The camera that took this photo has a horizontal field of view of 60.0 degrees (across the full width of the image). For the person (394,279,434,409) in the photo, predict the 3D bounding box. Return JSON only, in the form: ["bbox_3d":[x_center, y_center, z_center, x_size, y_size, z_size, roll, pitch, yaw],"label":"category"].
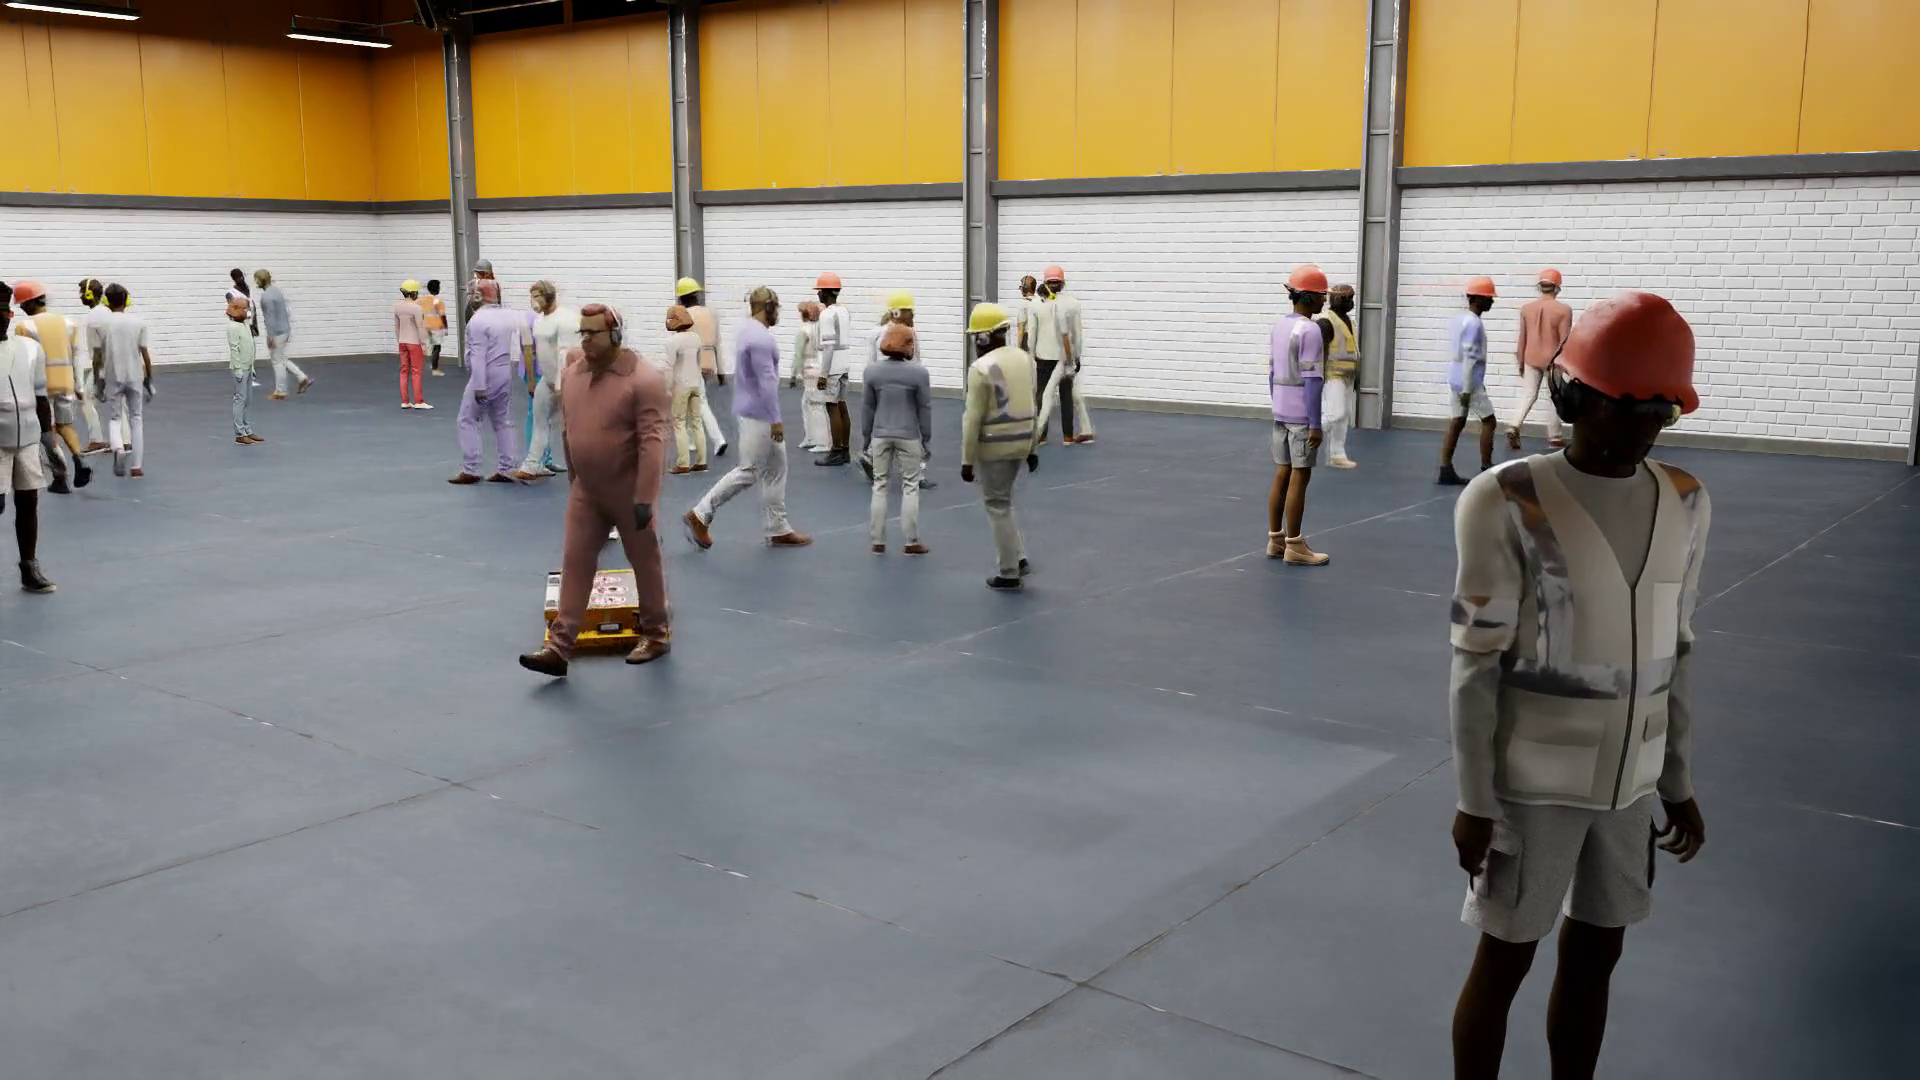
[{"bbox_3d":[-7.475,-2.661,22.698,0.529,1.768,0.312,5,11,29],"label":"person"}]

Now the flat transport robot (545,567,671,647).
[{"bbox_3d":[-2.011,0.361,9.449,0.652,0.197,1.431,-2,10,-12],"label":"flat transport robot"}]

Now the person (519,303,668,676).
[{"bbox_3d":[-1.796,-0.239,8.304,0.678,1.856,0.965,5,11,25],"label":"person"}]

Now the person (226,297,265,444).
[{"bbox_3d":[-8.010,-1.892,18.600,0.287,1.635,0.499,-1,10,-6],"label":"person"}]

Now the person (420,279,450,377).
[{"bbox_3d":[-9.027,-3.651,28.699,0.548,1.678,0.437,6,11,32],"label":"person"}]

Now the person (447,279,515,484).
[{"bbox_3d":[-4.447,-1.452,15.320,0.721,1.879,0.664,3,10,15],"label":"person"}]

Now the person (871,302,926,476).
[{"bbox_3d":[-0.614,-1.432,15.742,0.500,1.689,0.921,8,13,40],"label":"person"}]

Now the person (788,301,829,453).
[{"bbox_3d":[-1.632,-1.735,17.744,0.624,1.616,0.519,4,11,24],"label":"person"}]

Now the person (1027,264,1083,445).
[{"bbox_3d":[1.049,-2.037,18.393,0.609,1.997,0.375,1,10,4],"label":"person"}]

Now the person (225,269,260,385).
[{"bbox_3d":[-11.526,-3.398,26.692,0.377,1.884,0.632,1,10,7],"label":"person"}]

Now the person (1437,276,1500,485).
[{"bbox_3d":[4.741,-1.422,15.082,0.786,1.911,0.547,1,10,4],"label":"person"}]

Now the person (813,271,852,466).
[{"bbox_3d":[-1.288,-1.706,16.635,0.366,1.939,0.542,3,10,18],"label":"person"}]

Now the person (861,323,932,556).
[{"bbox_3d":[-0.444,-0.700,11.667,0.505,1.631,0.270,3,10,15],"label":"person"}]

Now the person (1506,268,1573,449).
[{"bbox_3d":[6.274,-1.936,17.883,0.842,1.971,0.633,-9,13,-41],"label":"person"}]

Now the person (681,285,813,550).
[{"bbox_3d":[-1.538,-0.861,11.864,0.876,1.895,0.668,-2,10,-9],"label":"person"}]

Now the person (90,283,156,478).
[{"bbox_3d":[-7.826,-1.479,15.588,0.509,1.847,0.539,-4,11,-23],"label":"person"}]

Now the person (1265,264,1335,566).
[{"bbox_3d":[2.331,-0.849,11.338,0.387,2.041,0.615,-2,10,-13],"label":"person"}]

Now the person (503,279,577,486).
[{"bbox_3d":[-3.722,-1.437,15.258,0.645,1.878,1.020,9,14,44],"label":"person"}]

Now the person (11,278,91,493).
[{"bbox_3d":[-7.973,-1.337,14.602,0.466,1.899,0.579,6,12,33],"label":"person"}]

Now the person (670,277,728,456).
[{"bbox_3d":[-2.751,-1.826,17.533,0.975,1.879,0.596,10,14,44],"label":"person"}]

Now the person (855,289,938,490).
[{"bbox_3d":[-0.591,-1.358,15.011,0.819,1.809,0.603,4,10,20],"label":"person"}]

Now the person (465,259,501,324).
[{"bbox_3d":[-7.362,-3.312,25.685,0.538,2.000,0.684,0,10,1],"label":"person"}]

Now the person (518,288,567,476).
[{"bbox_3d":[-4.019,-1.537,15.941,0.390,1.838,0.563,2,10,10],"label":"person"}]

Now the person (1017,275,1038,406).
[{"bbox_3d":[0.906,-2.480,21.443,0.337,1.841,0.509,8,13,40],"label":"person"}]

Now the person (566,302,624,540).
[{"bbox_3d":[-2.622,-0.866,12.245,0.554,1.752,0.387,-2,10,-10],"label":"person"}]

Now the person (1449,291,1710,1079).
[{"bbox_3d":[1.313,0.503,3.498,0.605,2.033,0.396,-3,10,-18],"label":"person"}]

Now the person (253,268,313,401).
[{"bbox_3d":[-9.783,-2.947,23.930,0.603,1.915,0.650,-2,10,-11],"label":"person"}]

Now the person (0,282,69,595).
[{"bbox_3d":[-5.901,-0.625,10.304,0.376,1.970,0.635,6,11,31],"label":"person"}]

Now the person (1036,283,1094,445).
[{"bbox_3d":[1.043,-1.938,18.399,0.972,1.793,0.637,0,10,-1],"label":"person"}]

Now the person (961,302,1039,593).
[{"bbox_3d":[0.223,-0.563,10.352,0.450,1.807,0.605,8,12,38],"label":"person"}]

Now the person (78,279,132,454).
[{"bbox_3d":[-9.117,-1.816,17.530,0.686,1.844,0.563,-1,10,-6],"label":"person"}]

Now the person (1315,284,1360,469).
[{"bbox_3d":[3.687,-1.612,16.419,0.508,1.823,0.631,7,12,37],"label":"person"}]

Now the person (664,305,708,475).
[{"bbox_3d":[-2.658,-1.437,15.992,0.286,1.628,0.508,6,11,30],"label":"person"}]
